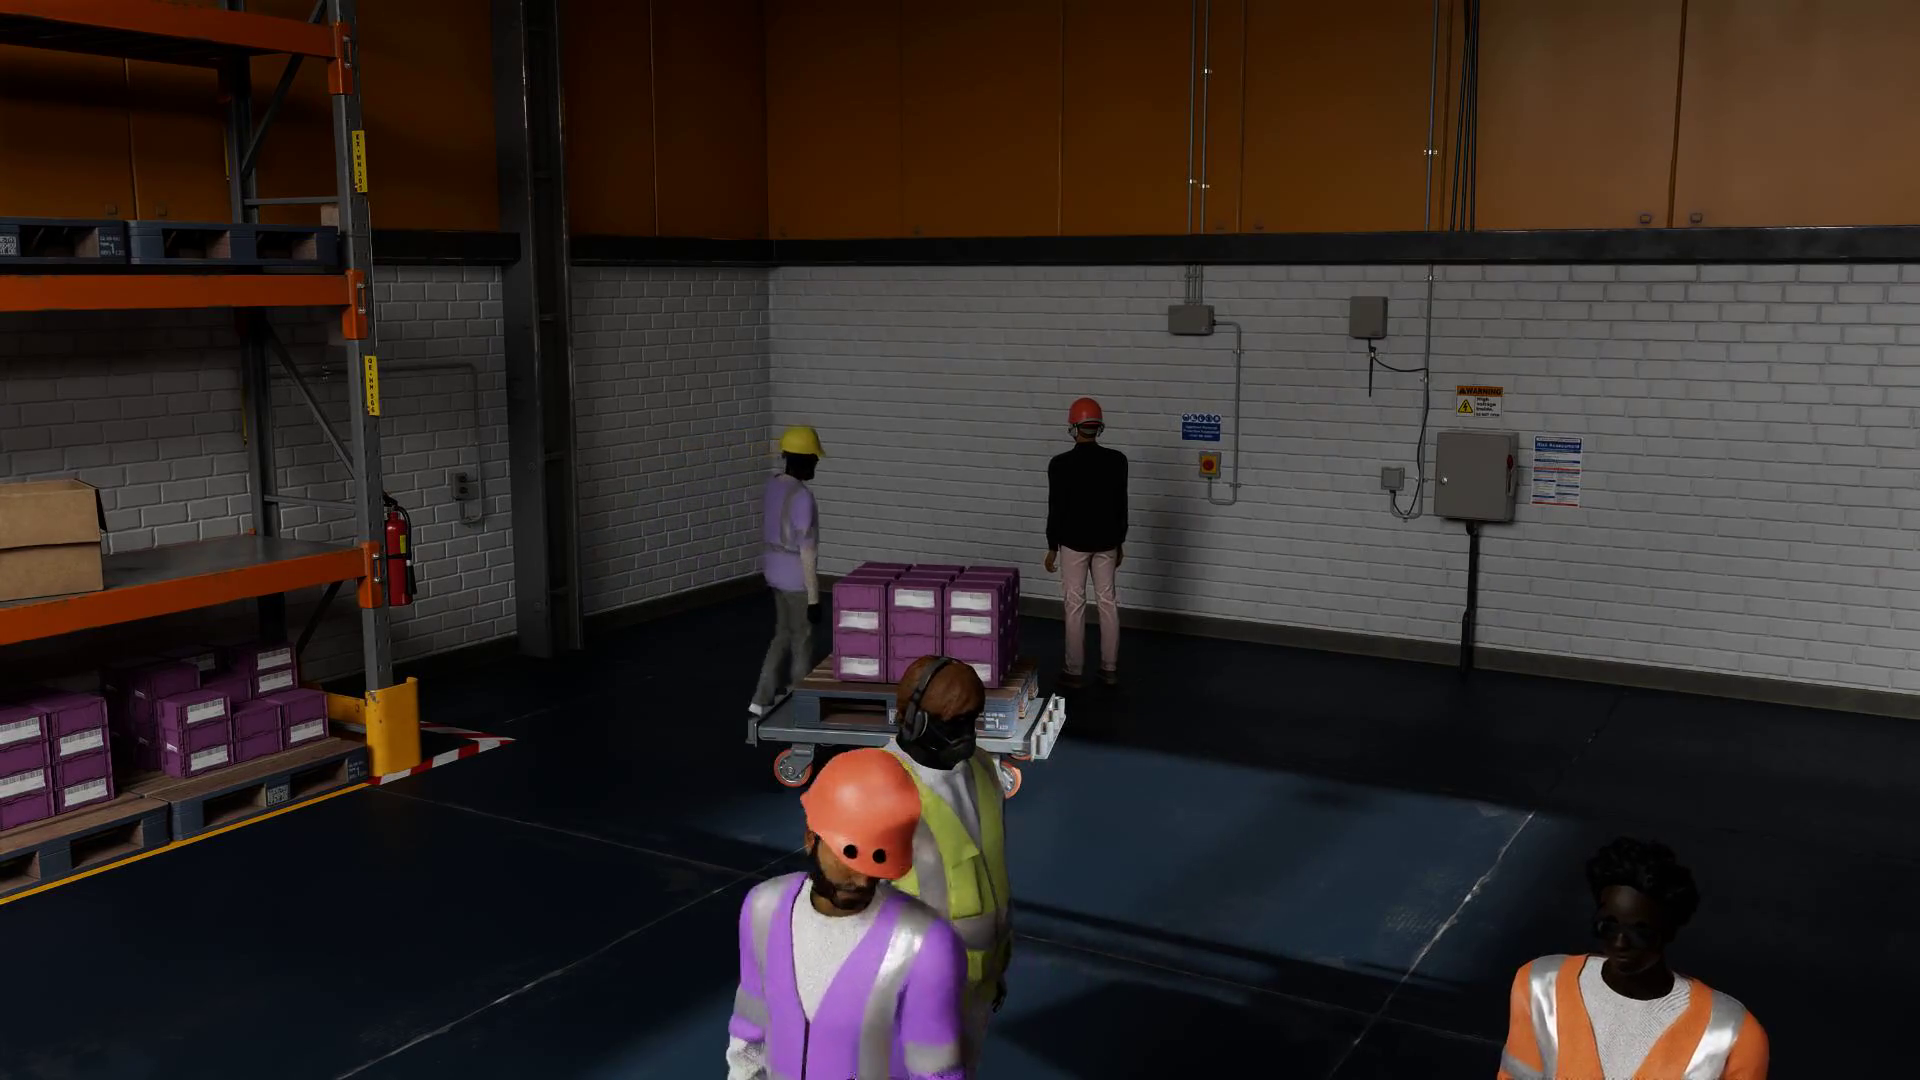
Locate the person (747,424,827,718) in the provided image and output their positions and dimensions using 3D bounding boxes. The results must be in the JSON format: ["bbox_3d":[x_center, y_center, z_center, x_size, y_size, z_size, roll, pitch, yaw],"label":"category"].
[{"bbox_3d":[-1.046,0.234,10.372,0.433,1.934,0.628,-5,10,-29],"label":"person"}]

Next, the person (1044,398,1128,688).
[{"bbox_3d":[0.866,0.021,11.427,0.609,1.996,0.383,-3,10,-21],"label":"person"}]

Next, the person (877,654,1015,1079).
[{"bbox_3d":[-0.069,1.211,4.506,0.429,1.838,0.621,6,11,34],"label":"person"}]

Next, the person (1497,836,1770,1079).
[{"bbox_3d":[1.387,1.440,3.503,0.535,1.697,0.321,6,11,33],"label":"person"}]

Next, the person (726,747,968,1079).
[{"bbox_3d":[-0.209,1.332,3.601,0.599,1.900,0.799,6,11,34],"label":"person"}]
